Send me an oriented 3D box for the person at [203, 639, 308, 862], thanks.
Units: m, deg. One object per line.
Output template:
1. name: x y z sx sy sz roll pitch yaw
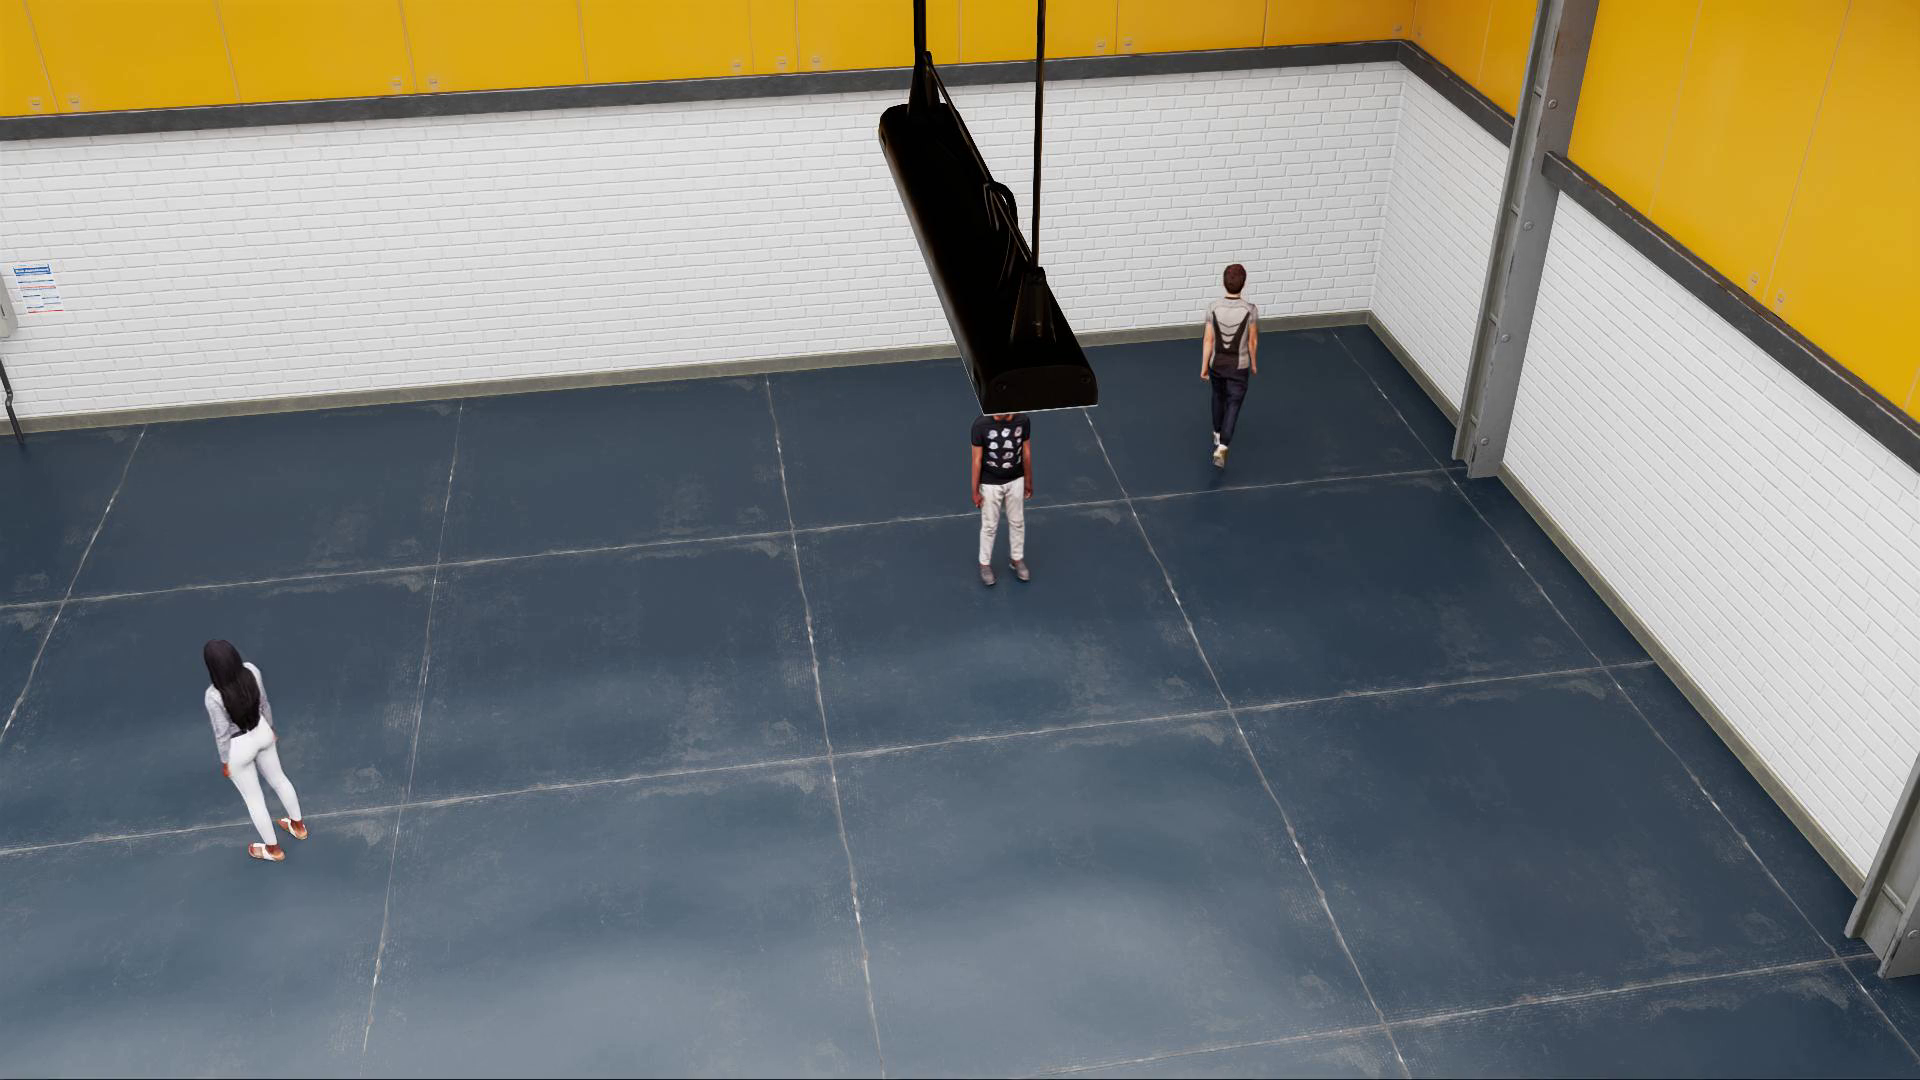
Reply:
1. person: -4.603 1.340 10.757 0.728 1.724 0.629 15 36 21

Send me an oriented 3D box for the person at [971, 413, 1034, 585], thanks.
1. person: 0.336 -0.478 13.425 0.681 1.798 0.618 -9 35 -13

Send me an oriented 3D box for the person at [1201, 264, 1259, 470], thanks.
1. person: 2.418 -1.535 14.953 1.016 1.867 1.241 11 35 15
